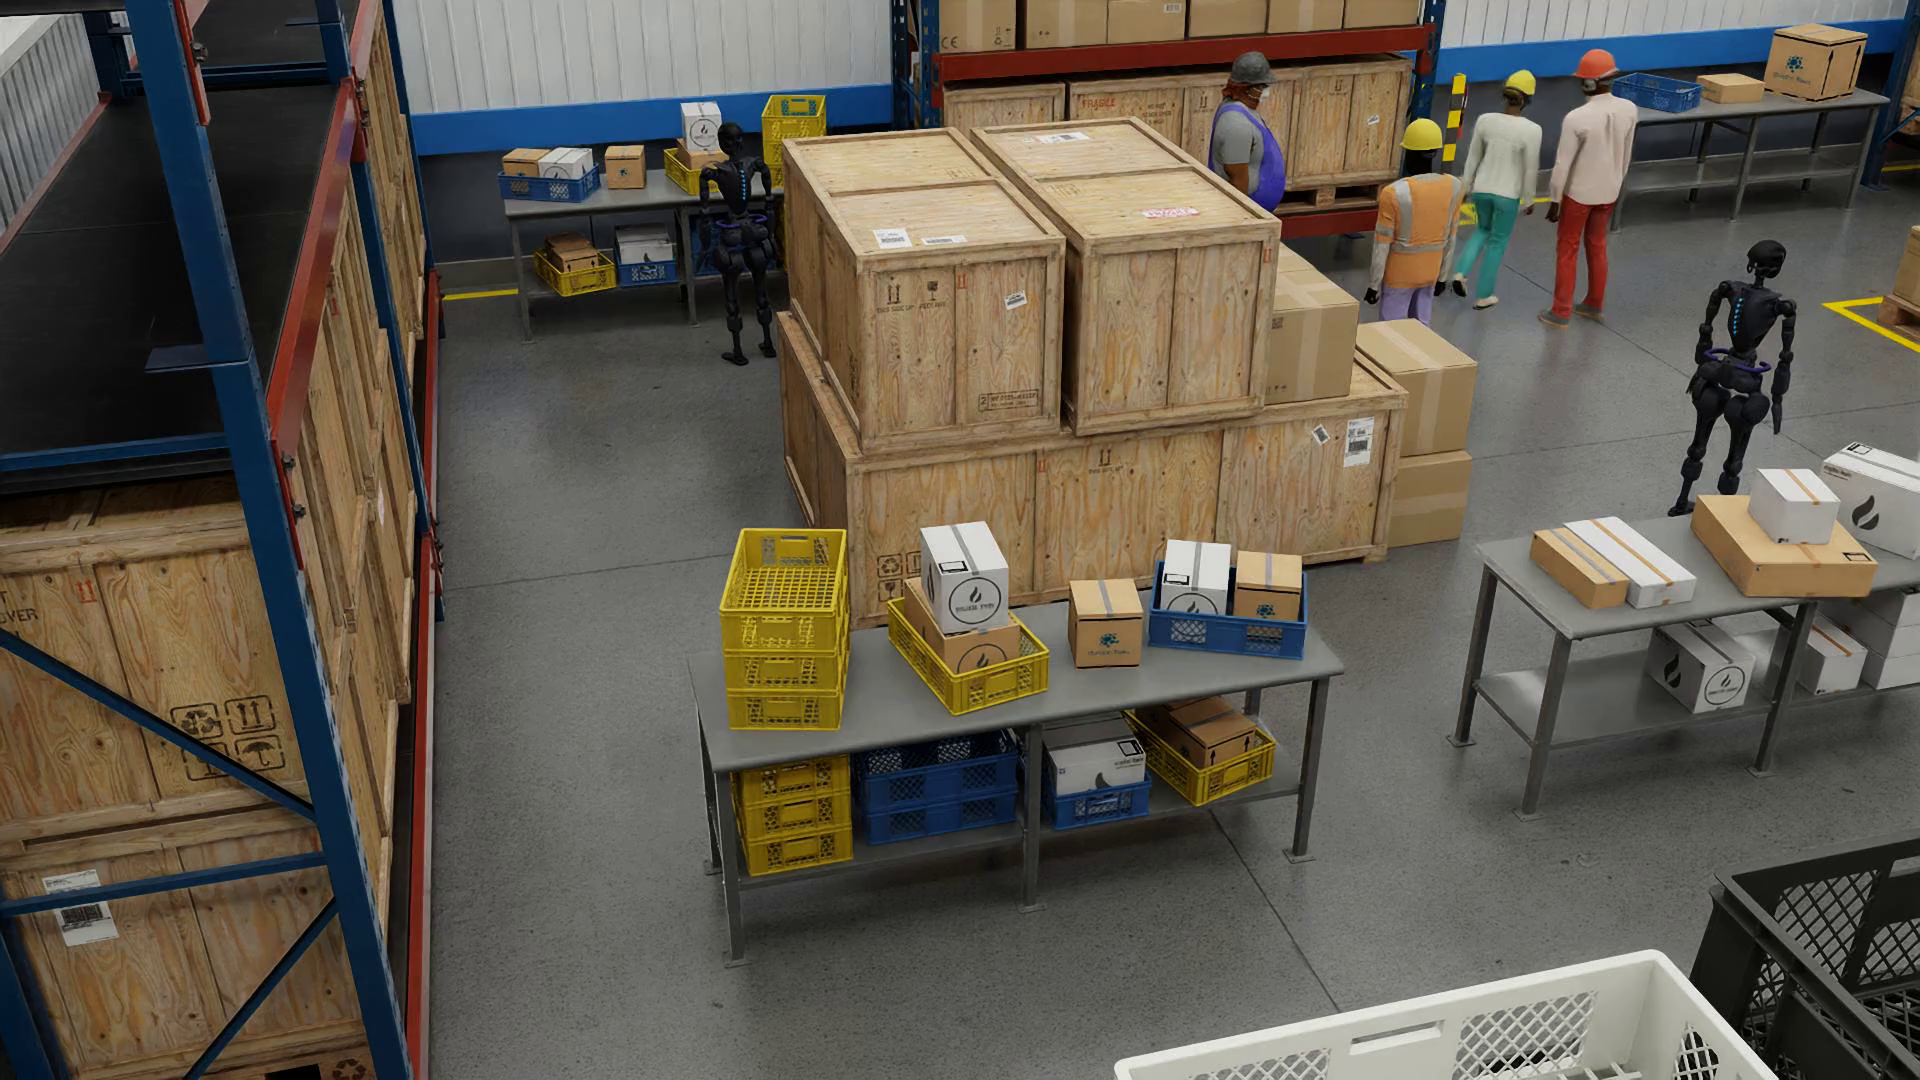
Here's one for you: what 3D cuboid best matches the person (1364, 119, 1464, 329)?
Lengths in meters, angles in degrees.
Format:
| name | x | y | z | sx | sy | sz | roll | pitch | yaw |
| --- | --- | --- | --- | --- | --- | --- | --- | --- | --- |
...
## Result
| name | x | y | z | sx | sy | sz | roll | pitch | yaw |
| --- | --- | --- | --- | --- | --- | --- | --- | --- | --- |
| person | 2.815 | -1.681 | 10.462 | 0.586 | 1.919 | 0.398 | -11 | 31 | -19 |

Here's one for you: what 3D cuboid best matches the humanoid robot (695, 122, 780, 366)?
| name | x | y | z | sx | sy | sz | roll | pitch | yaw |
| --- | --- | --- | --- | --- | --- | --- | --- | --- | --- |
| humanoid robot | -1.509 | -2.024 | 11.319 | 0.602 | 1.654 | 0.324 | -17 | 33 | -28 |

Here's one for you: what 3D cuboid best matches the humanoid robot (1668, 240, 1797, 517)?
| name | x | y | z | sx | sy | sz | roll | pitch | yaw |
| --- | --- | --- | --- | --- | --- | --- | --- | --- | --- |
| humanoid robot | 4.286 | -0.858 | 9.199 | 0.325 | 1.657 | 0.599 | -17 | 33 | -28 |

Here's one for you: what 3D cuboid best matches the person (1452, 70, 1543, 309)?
| name | x | y | z | sx | sy | sz | roll | pitch | yaw |
| --- | --- | --- | --- | --- | --- | --- | --- | --- | --- |
| person | 3.964 | -2.559 | 12.219 | 0.406 | 1.747 | 0.531 | -24 | 37 | -37 |

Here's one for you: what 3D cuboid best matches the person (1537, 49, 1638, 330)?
| name | x | y | z | sx | sy | sz | roll | pitch | yaw |
| --- | --- | --- | --- | --- | --- | --- | --- | --- | --- |
| person | 4.462 | -2.492 | 11.873 | 0.619 | 1.975 | 0.424 | -10 | 30 | -18 |

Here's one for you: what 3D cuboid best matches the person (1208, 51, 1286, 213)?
| name | x | y | z | sx | sy | sz | roll | pitch | yaw |
| --- | --- | --- | --- | --- | --- | --- | --- | --- | --- |
| person | 1.985 | -2.375 | 11.593 | 0.537 | 2.000 | 0.681 | 2 | 29 | 3 |
